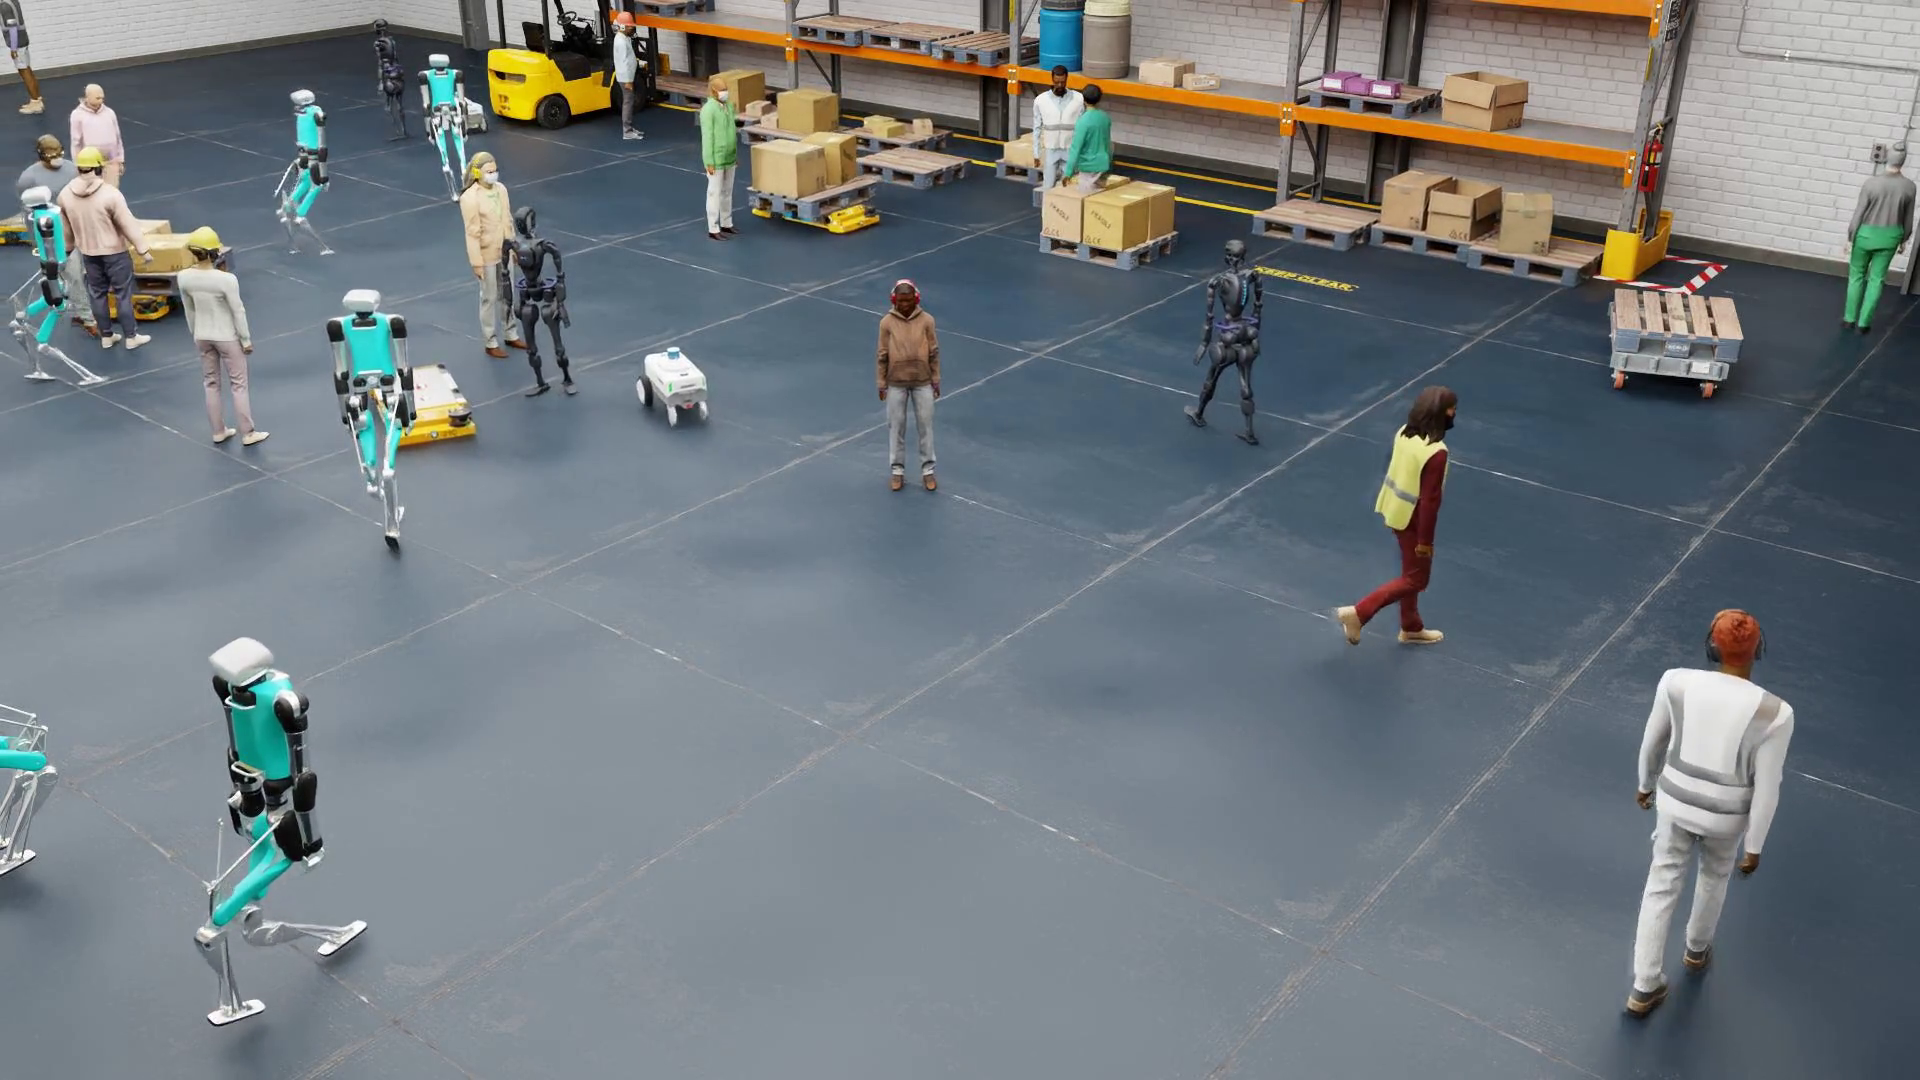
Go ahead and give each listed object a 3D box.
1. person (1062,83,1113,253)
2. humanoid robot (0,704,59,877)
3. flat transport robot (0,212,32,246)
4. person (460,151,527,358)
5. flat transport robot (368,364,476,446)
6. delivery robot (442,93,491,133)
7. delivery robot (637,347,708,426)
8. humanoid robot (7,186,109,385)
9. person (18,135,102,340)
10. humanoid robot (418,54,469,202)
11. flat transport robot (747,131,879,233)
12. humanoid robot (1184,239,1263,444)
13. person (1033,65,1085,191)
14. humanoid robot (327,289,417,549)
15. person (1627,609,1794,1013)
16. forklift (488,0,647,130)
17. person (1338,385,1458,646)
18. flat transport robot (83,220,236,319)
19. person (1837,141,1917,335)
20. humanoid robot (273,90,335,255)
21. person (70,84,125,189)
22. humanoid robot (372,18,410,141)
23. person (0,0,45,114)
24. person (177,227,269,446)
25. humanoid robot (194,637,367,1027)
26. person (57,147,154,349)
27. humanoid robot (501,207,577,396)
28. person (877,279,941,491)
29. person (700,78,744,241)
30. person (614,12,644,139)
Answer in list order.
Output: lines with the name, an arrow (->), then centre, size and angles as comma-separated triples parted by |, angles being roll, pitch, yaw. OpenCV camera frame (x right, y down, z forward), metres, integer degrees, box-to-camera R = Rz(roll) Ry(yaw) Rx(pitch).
person -> 1.416, -3.988, 18.037 | 0.408, 1.838, 0.670 | 21, 33, 37
humanoid robot -> -4.728, 0.830, 8.009 | 0.735, 1.677, 0.533 | -23, 34, -39
flat transport robot -> -10.254, -3.515, 18.851 | 1.431, 0.231, 0.659 | 4, 26, 8
person -> -4.253, -2.594, 15.111 | 0.402, 1.870, 0.559 | 14, 29, 26
flat transport robot -> -4.544, -1.153, 13.958 | 0.659, 0.231, 1.431 | -12, 28, -23
delivery robot -> -7.158, -6.119, 23.936 | 0.499, 0.613, 0.816 | -23, 34, -39
delivery robot -> -2.393, -1.327, 13.985 | 0.499, 0.590, 0.793 | -12, 28, -24
humanoid robot -> -8.011, -2.135, 14.334 | 0.846, 1.782, 0.560 | -10, 27, -19
person -> -8.304, -2.846, 15.582 | 0.826, 1.897, 0.664 | 13, 29, 26
humanoid robot -> -6.136, -4.833, 20.020 | 0.535, 1.897, 0.740 | -10, 28, -20
flat transport robot -> -1.712, -3.874, 19.593 | 1.431, 0.231, 0.659 | 18, 31, 33
humanoid robot -> 2.164, -1.622, 13.346 | 0.599, 1.625, 0.759 | -13, 29, -25
person -> 1.115, -4.409, 18.824 | 0.596, 1.907, 0.410 | -3, 26, -6
humanoid robot -> -4.059, -0.764, 11.509 | 0.532, 1.768, 0.988 | -5, 26, -9
person -> 3.268, 1.175, 7.326 | 0.596, 1.839, 0.879 | 17, 31, 31
forklift -> -5.874, -7.334, 24.552 | 1.214, 2.155, 2.313 | 19, 32, 34
person -> 2.695, -0.106, 10.093 | 0.666, 1.748, 0.483 | -4, 26, -8
flat transport robot -> -8.098, -2.525, 16.800 | 0.659, 0.231, 1.431 | 2, 26, 4
person -> 8.664, -2.869, 15.712 | 0.550, 1.839, 0.465 | 7, 27, 14
humanoid robot -> -7.196, -3.911, 18.020 | 0.530, 1.804, 0.796 | 21, 33, 36
person -> -9.666, -4.222, 18.617 | 0.518, 1.749, 0.577 | 23, 34, 39
humanoid robot -> -7.984, -6.456, 23.324 | 0.318, 1.653, 0.609 | 3, 26, 7
person -> -14.179, -7.442, 24.947 | 0.392, 2.041, 0.610 | -7, 27, -14
person -> -5.861, -1.609, 13.192 | 0.525, 1.760, 0.340 | 5, 26, 11
humanoid robot -> -3.122, 1.324, 7.182 | 0.544, 1.752, 1.043 | 16, 30, 30
person -> -7.854, -2.655, 15.249 | 0.816, 1.856, 0.435 | 1, 26, 2
humanoid robot -> -3.586, -2.027, 14.144 | 0.584, 1.649, 0.372 | 3, 26, 7
person -> -0.381, -1.162, 12.393 | 0.478, 1.642, 0.325 | -2, 26, -4
person -> -2.689, -4.288, 18.710 | 0.384, 1.781, 0.551 | 13, 29, 24
person -> -4.673, -6.538, 23.419 | 0.347, 1.739, 0.571 | -5, 26, -10
